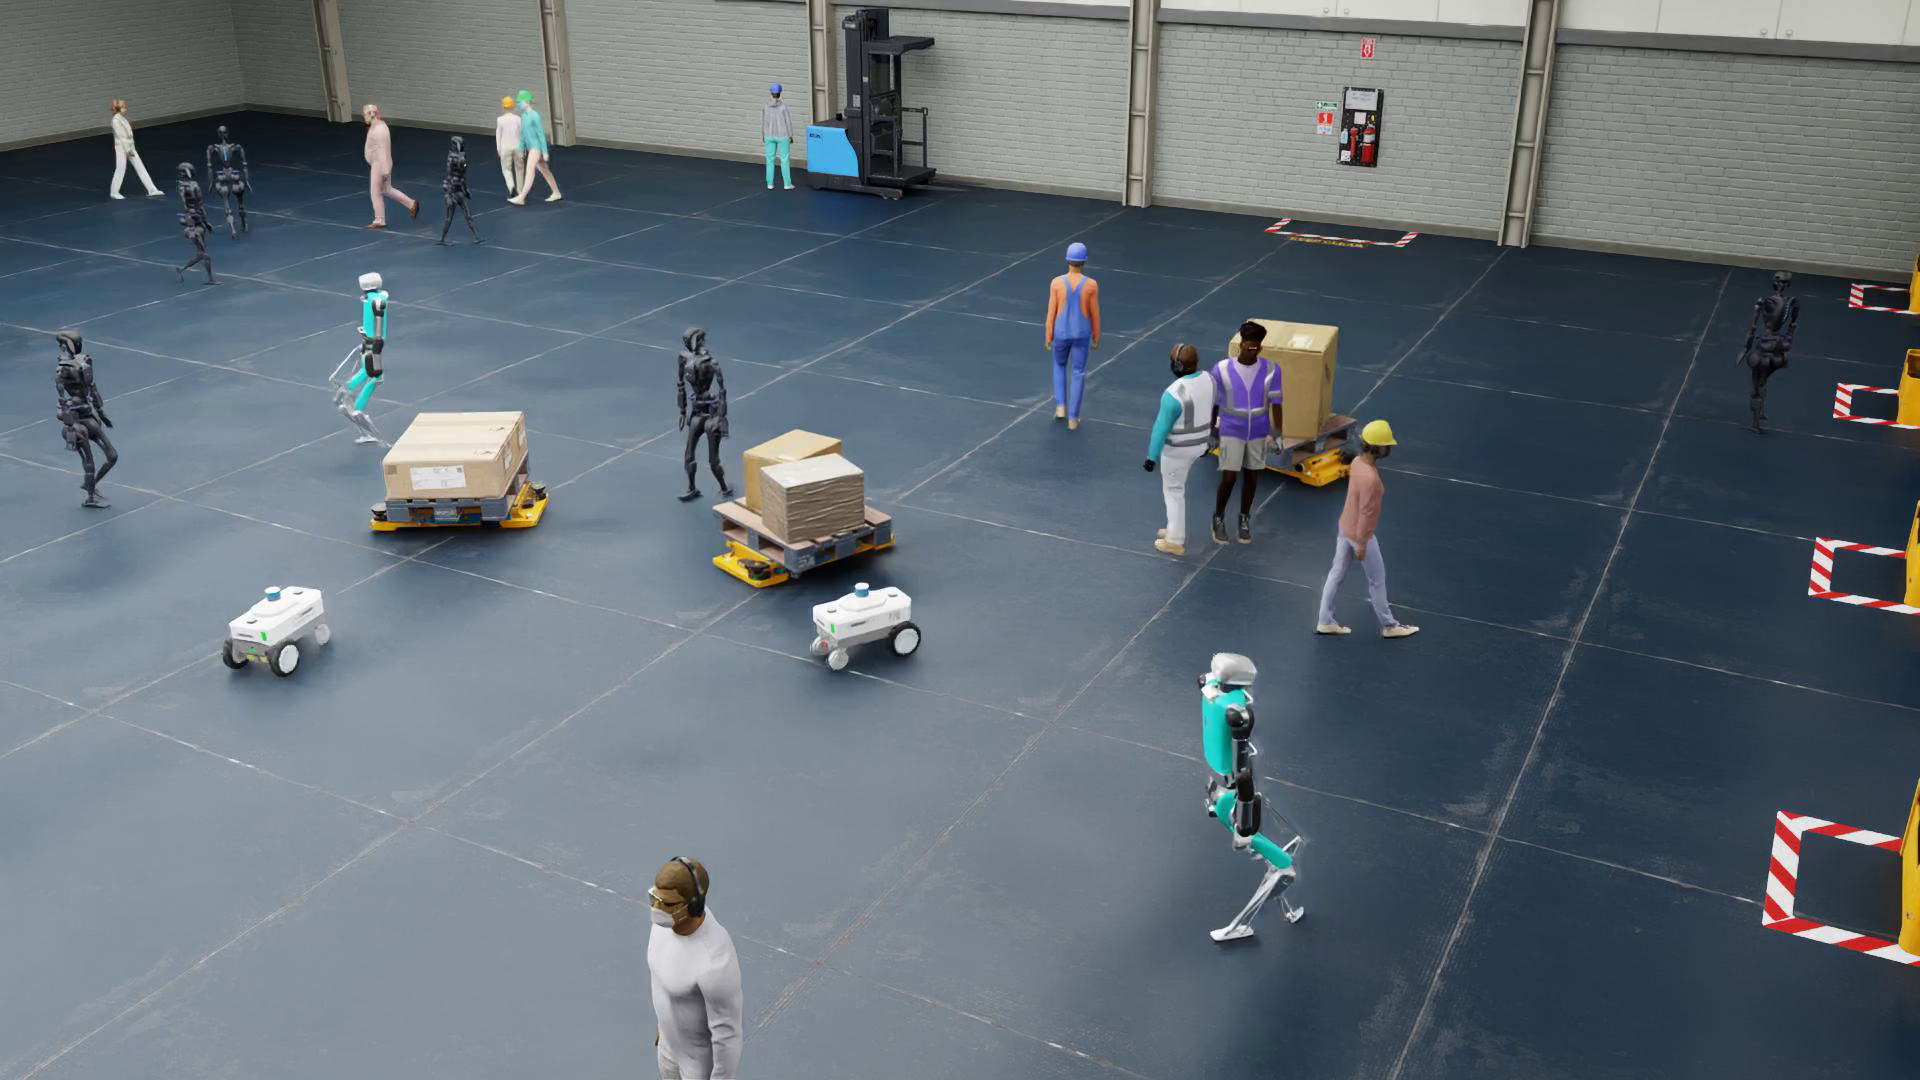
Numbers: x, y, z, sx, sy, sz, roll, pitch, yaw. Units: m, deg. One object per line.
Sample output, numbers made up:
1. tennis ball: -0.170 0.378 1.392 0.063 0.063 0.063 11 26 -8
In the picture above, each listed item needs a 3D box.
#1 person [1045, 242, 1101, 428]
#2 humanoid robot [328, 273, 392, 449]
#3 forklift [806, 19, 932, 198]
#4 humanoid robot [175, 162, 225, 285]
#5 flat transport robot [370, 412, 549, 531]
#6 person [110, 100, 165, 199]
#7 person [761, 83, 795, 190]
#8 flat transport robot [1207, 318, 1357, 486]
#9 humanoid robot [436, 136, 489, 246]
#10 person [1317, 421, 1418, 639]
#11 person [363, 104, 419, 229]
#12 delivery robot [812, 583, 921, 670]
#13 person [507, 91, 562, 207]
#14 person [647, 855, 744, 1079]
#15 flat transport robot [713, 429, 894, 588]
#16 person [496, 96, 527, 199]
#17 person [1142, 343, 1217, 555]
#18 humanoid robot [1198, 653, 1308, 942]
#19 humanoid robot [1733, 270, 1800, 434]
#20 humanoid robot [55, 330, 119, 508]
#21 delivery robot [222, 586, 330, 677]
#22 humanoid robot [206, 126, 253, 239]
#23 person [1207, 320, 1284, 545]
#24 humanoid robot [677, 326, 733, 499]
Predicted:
1. person: 1.159 -2.101 17.001 0.553 1.887 0.574 3 23 6
2. humanoid robot: -5.896 -1.678 16.256 0.769 1.821 0.560 -11 26 -24
3. forklift: -1.573 -7.292 27.850 1.873 2.768 1.129 12 26 25
4. humanoid robot: -10.310 -4.228 22.242 0.633 1.631 0.590 -1 23 -3
5. flat transport robot: -4.460 -0.305 14.873 1.431 0.231 0.659 -1 23 -3
6. person: -13.778 -6.450 27.491 0.826 1.589 0.508 -2 23 -4
7. person: -3.093 -6.815 28.118 0.544 1.775 0.356 4 24 10
8. flat transport robot: 3.081 -0.853 16.149 0.659 0.231 1.431 -21 31 -40
9. humanoid robot: -7.348 -5.098 24.303 0.774 1.611 0.609 4 24 10
10. person: 3.116 -0.065 12.444 0.823 1.729 0.550 -1 23 -2
11. person: -8.797 -5.721 25.451 0.753 1.879 0.652 -5 24 -11
12. delivery robot: -0.702 0.612 12.393 0.799 0.608 0.499 -14 27 -29
13. person: -6.974 -6.360 27.006 1.015 1.808 0.515 -16 28 -33
14. person: -1.120 2.164 7.011 0.369 1.940 0.632 -15 27 -31
15. flat transport robot: -1.307 0.049 14.049 1.431 0.231 0.659 -19 30 -37
16. person: -7.344 -6.411 27.304 0.477 1.679 0.621 -10 25 -21
17. person: 1.805 -0.769 13.977 0.557 1.820 0.661 18 29 36
18. humanoid robot: 1.657 1.460 9.029 0.776 1.895 0.544 -5 24 -12
19. humanoid robot: 8.167 -1.913 16.837 0.592 1.650 0.371 -7 24 -15
20. humanoid robot: -7.866 -1.083 14.895 0.358 1.640 0.609 1 23 2
21. delivery robot: -5.051 0.653 12.301 0.499 0.611 0.809 7 24 16
22. humanoid robot: -10.973 -5.378 24.949 0.612 1.625 0.748 -10 25 -22
23. person: 2.424 -0.894 14.111 0.621 1.947 0.520 -2 23 -4
24. humanoid robot: -2.320 -1.123 15.016 0.609 1.661 0.469 15 28 32
